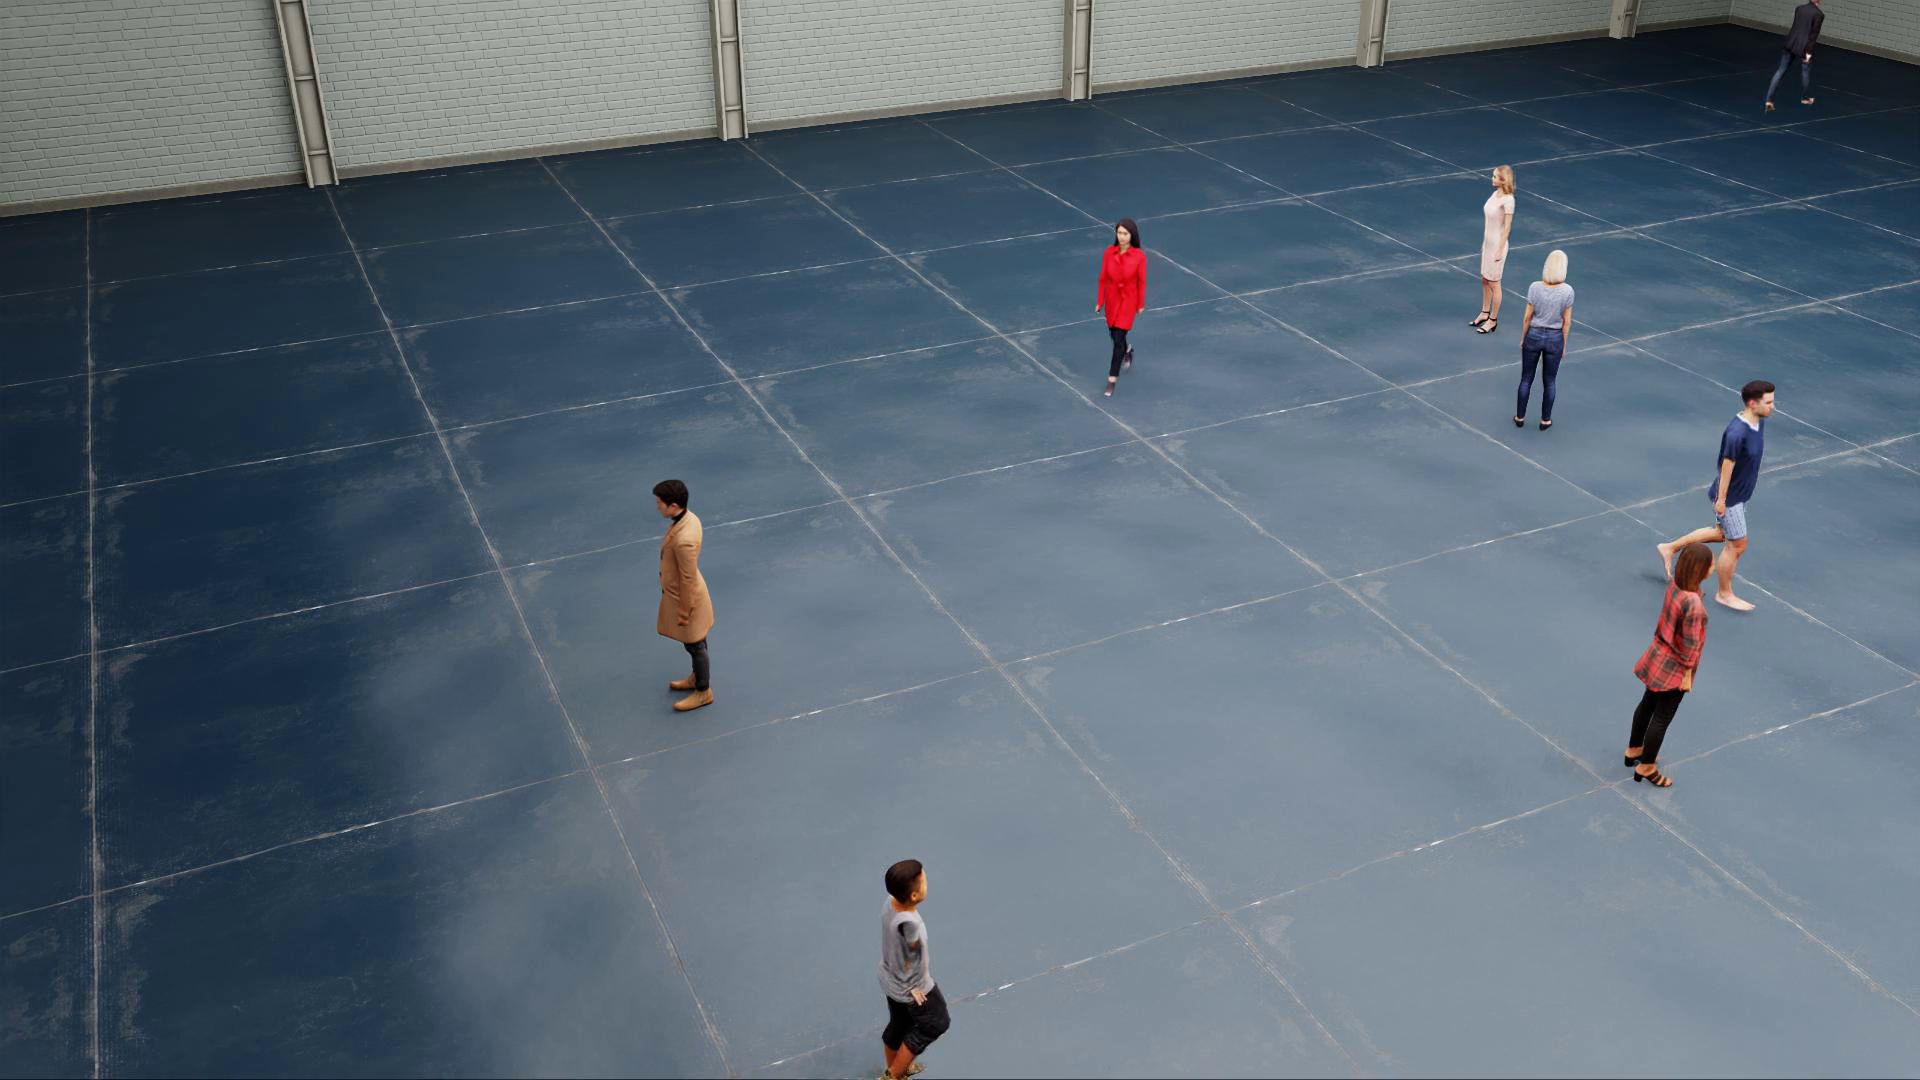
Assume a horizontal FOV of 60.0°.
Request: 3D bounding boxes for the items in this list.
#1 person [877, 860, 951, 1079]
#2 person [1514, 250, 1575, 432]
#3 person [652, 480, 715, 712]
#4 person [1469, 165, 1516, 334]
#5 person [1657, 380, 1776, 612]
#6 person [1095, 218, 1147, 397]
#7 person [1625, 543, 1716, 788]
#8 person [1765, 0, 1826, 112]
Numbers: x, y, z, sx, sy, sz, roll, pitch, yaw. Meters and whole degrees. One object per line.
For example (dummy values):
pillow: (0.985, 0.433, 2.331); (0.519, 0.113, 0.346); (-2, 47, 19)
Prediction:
person: (-0.328, 2.167, 8.300); (0.633, 1.447, 0.595); (-16, 32, -27)
person: (5.472, -1.868, 15.588); (0.648, 1.718, 0.698); (12, 30, 21)
person: (-1.870, 0.352, 11.411); (0.688, 1.726, 0.697); (-6, 29, -11)
person: (5.741, -3.119, 17.820); (0.606, 1.829, 0.634); (-3, 28, -6)
person: (5.806, -0.379, 12.679); (0.957, 1.824, 1.087); (23, 36, 36)
person: (1.609, -2.338, 16.476); (1.044, 1.713, 1.148); (12, 30, 22)
person: (4.543, 0.781, 10.631); (0.706, 1.702, 0.702); (1, 28, 2)
person: (11.579, -6.816, 23.170); (1.107, 1.734, 0.781); (-16, 32, -27)
